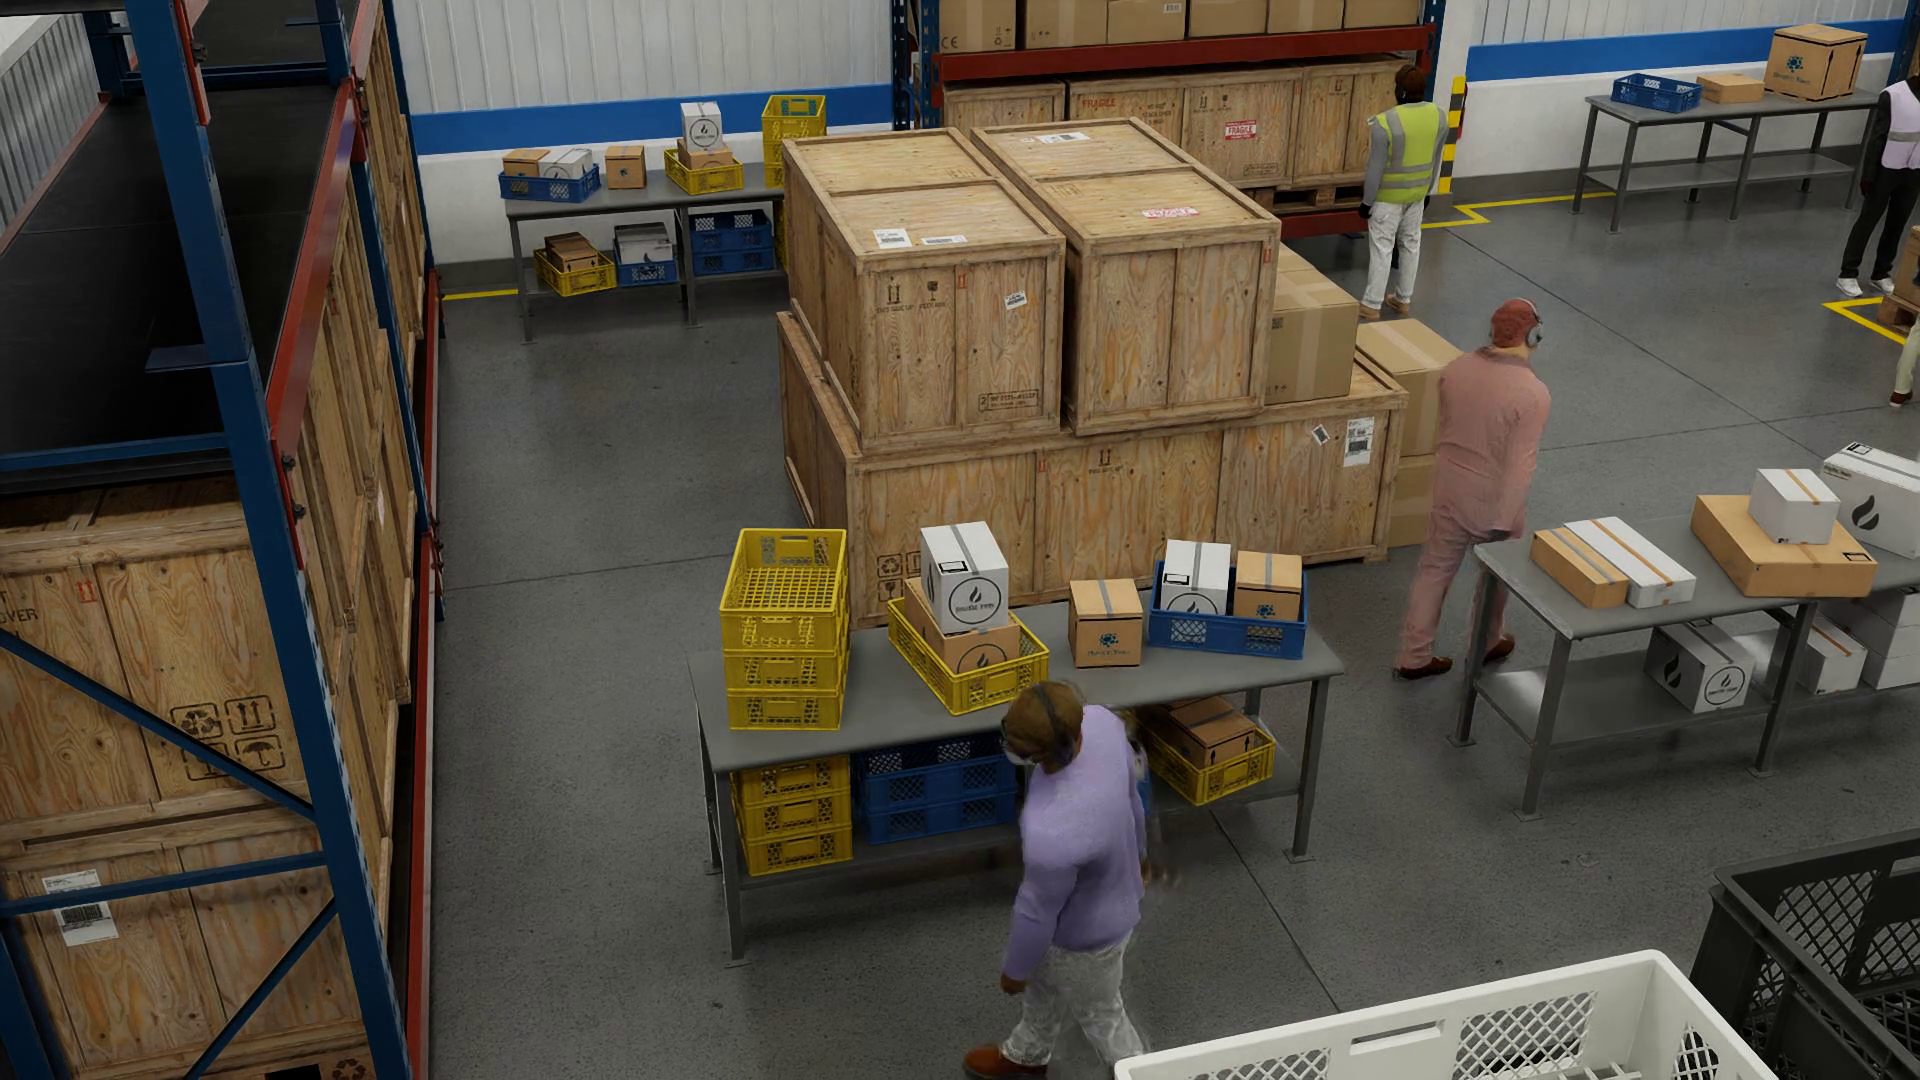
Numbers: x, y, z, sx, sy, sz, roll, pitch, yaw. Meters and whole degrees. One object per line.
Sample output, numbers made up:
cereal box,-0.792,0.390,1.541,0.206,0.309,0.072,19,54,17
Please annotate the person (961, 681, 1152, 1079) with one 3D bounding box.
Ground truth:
person,0.310,1.178,5.290,0.798,1.881,0.710,7,30,12

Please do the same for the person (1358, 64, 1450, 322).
person,3.148,-2.496,12.001,0.627,1.846,0.429,-12,31,-21

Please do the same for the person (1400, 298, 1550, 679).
person,2.461,-0.218,7.861,0.814,1.846,0.660,-17,33,-28

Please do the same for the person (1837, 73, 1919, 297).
person,7.016,-2.771,12.435,0.592,1.910,0.384,-3,29,-6

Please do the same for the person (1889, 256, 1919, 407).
person,6.313,-1.693,10.523,0.329,1.865,0.512,-21,35,-33
